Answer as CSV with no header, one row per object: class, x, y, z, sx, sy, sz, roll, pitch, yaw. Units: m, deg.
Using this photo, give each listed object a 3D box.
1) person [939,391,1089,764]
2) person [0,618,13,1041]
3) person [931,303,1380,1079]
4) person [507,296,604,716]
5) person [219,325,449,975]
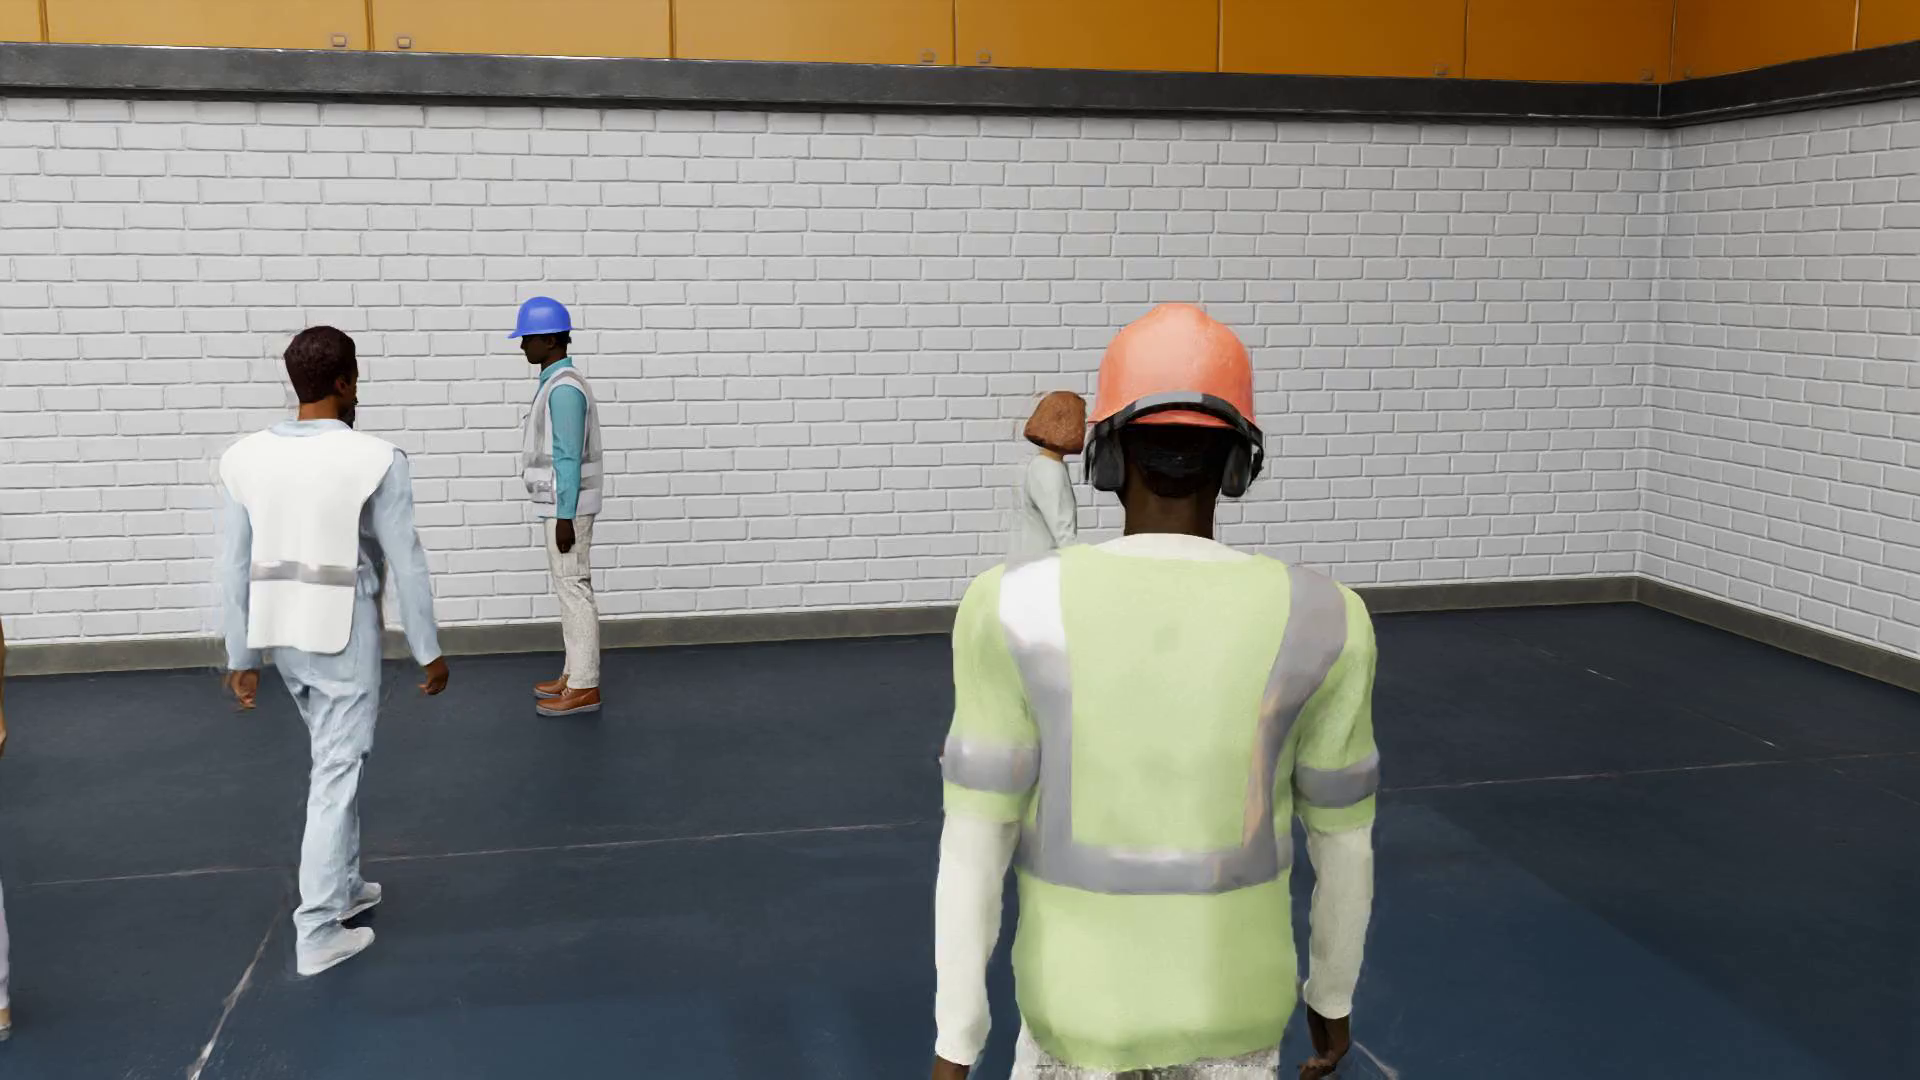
person,0.338,0.190,6.720,0.900,1.581,0.486,2,9,9
person,-2.767,0.454,4.356,0.343,1.835,0.501,8,12,41
person,0.294,0.650,2.587,0.651,2.006,0.933,1,9,4
person,-1.873,-0.163,7.785,0.412,1.938,0.610,-3,10,-17
person,-1.855,0.307,5.050,0.588,1.892,0.749,3,10,18
